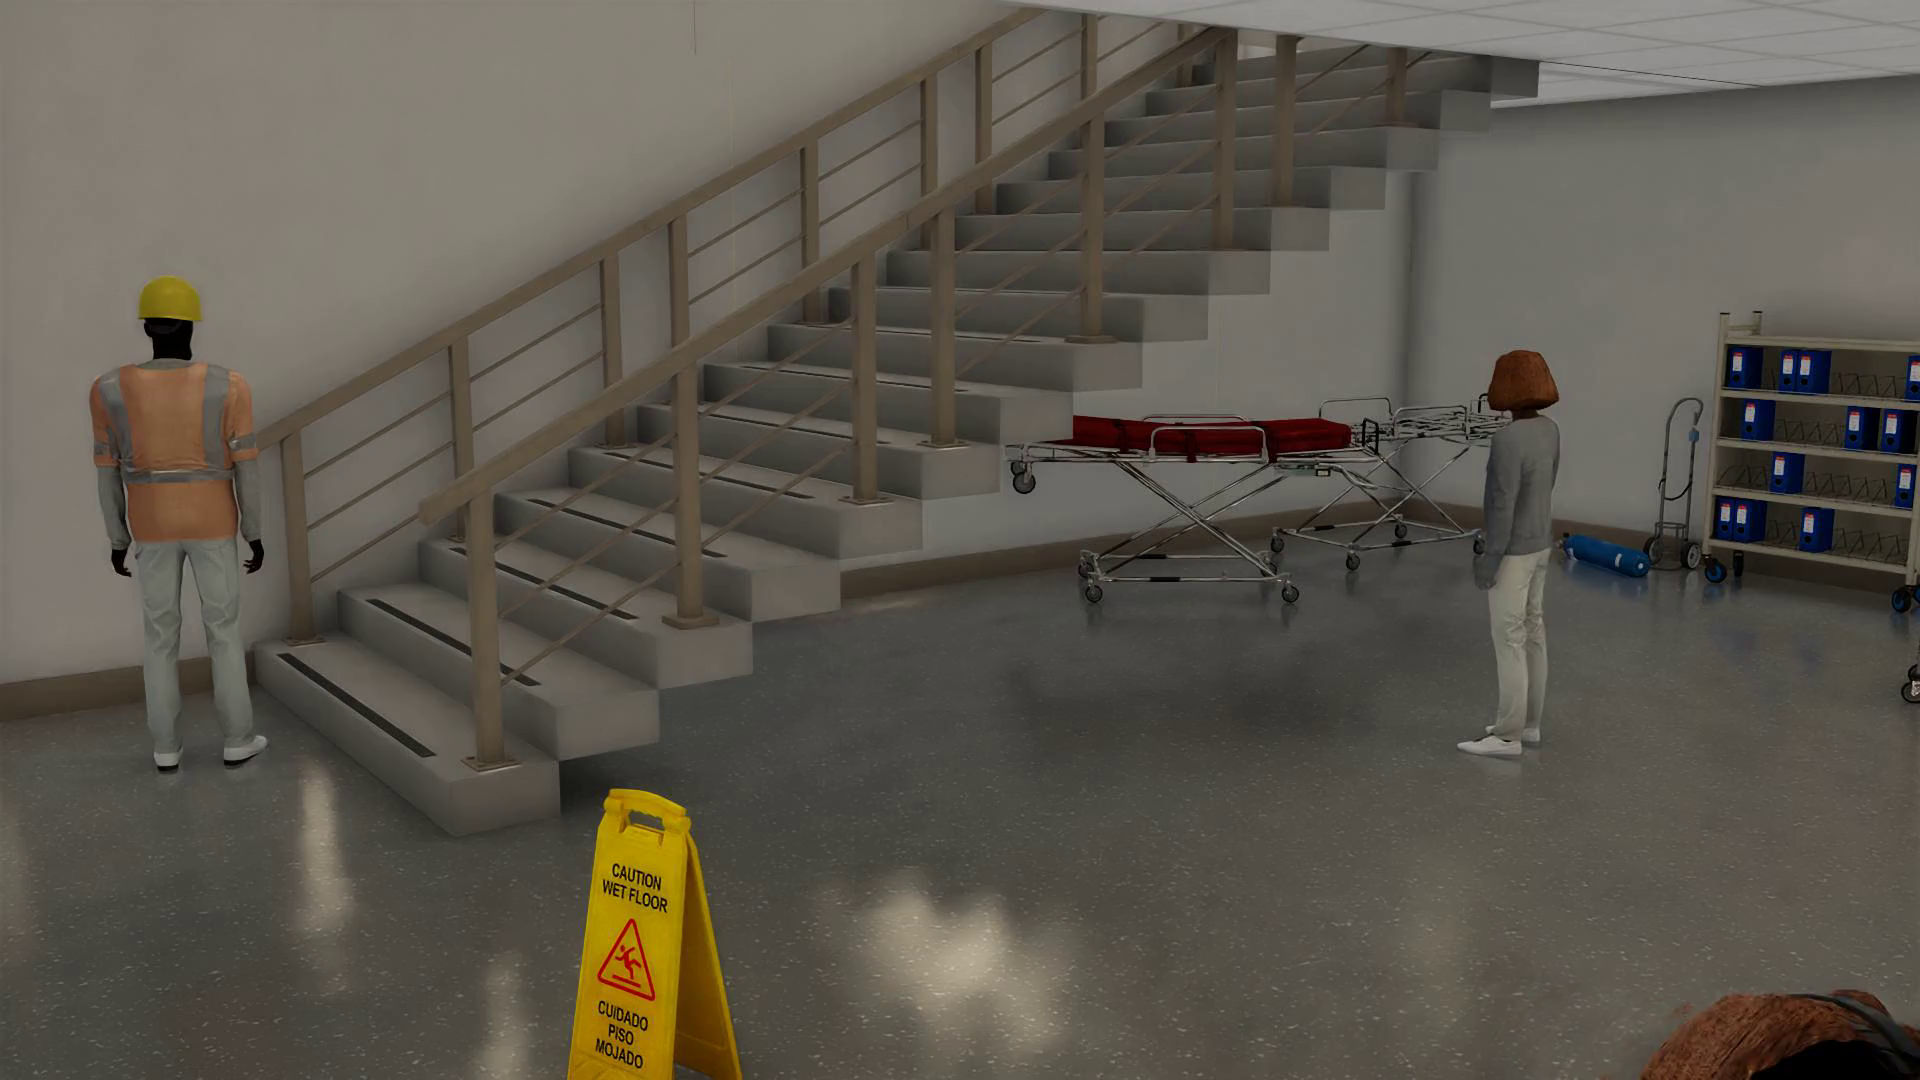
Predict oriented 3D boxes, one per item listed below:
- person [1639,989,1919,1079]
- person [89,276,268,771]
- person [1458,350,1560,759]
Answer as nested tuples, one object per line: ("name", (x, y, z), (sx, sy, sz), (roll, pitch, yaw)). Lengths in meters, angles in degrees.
("person", (0.438, 1.062, 1.130), (0.988, 1.548, 0.528), (-2, 10, -13))
("person", (-3.028, -0.057, 6.496), (0.588, 1.927, 0.370), (-3, 10, -14))
("person", (2.221, 0.059, 6.674), (0.280, 1.633, 0.502), (8, 13, 39))
